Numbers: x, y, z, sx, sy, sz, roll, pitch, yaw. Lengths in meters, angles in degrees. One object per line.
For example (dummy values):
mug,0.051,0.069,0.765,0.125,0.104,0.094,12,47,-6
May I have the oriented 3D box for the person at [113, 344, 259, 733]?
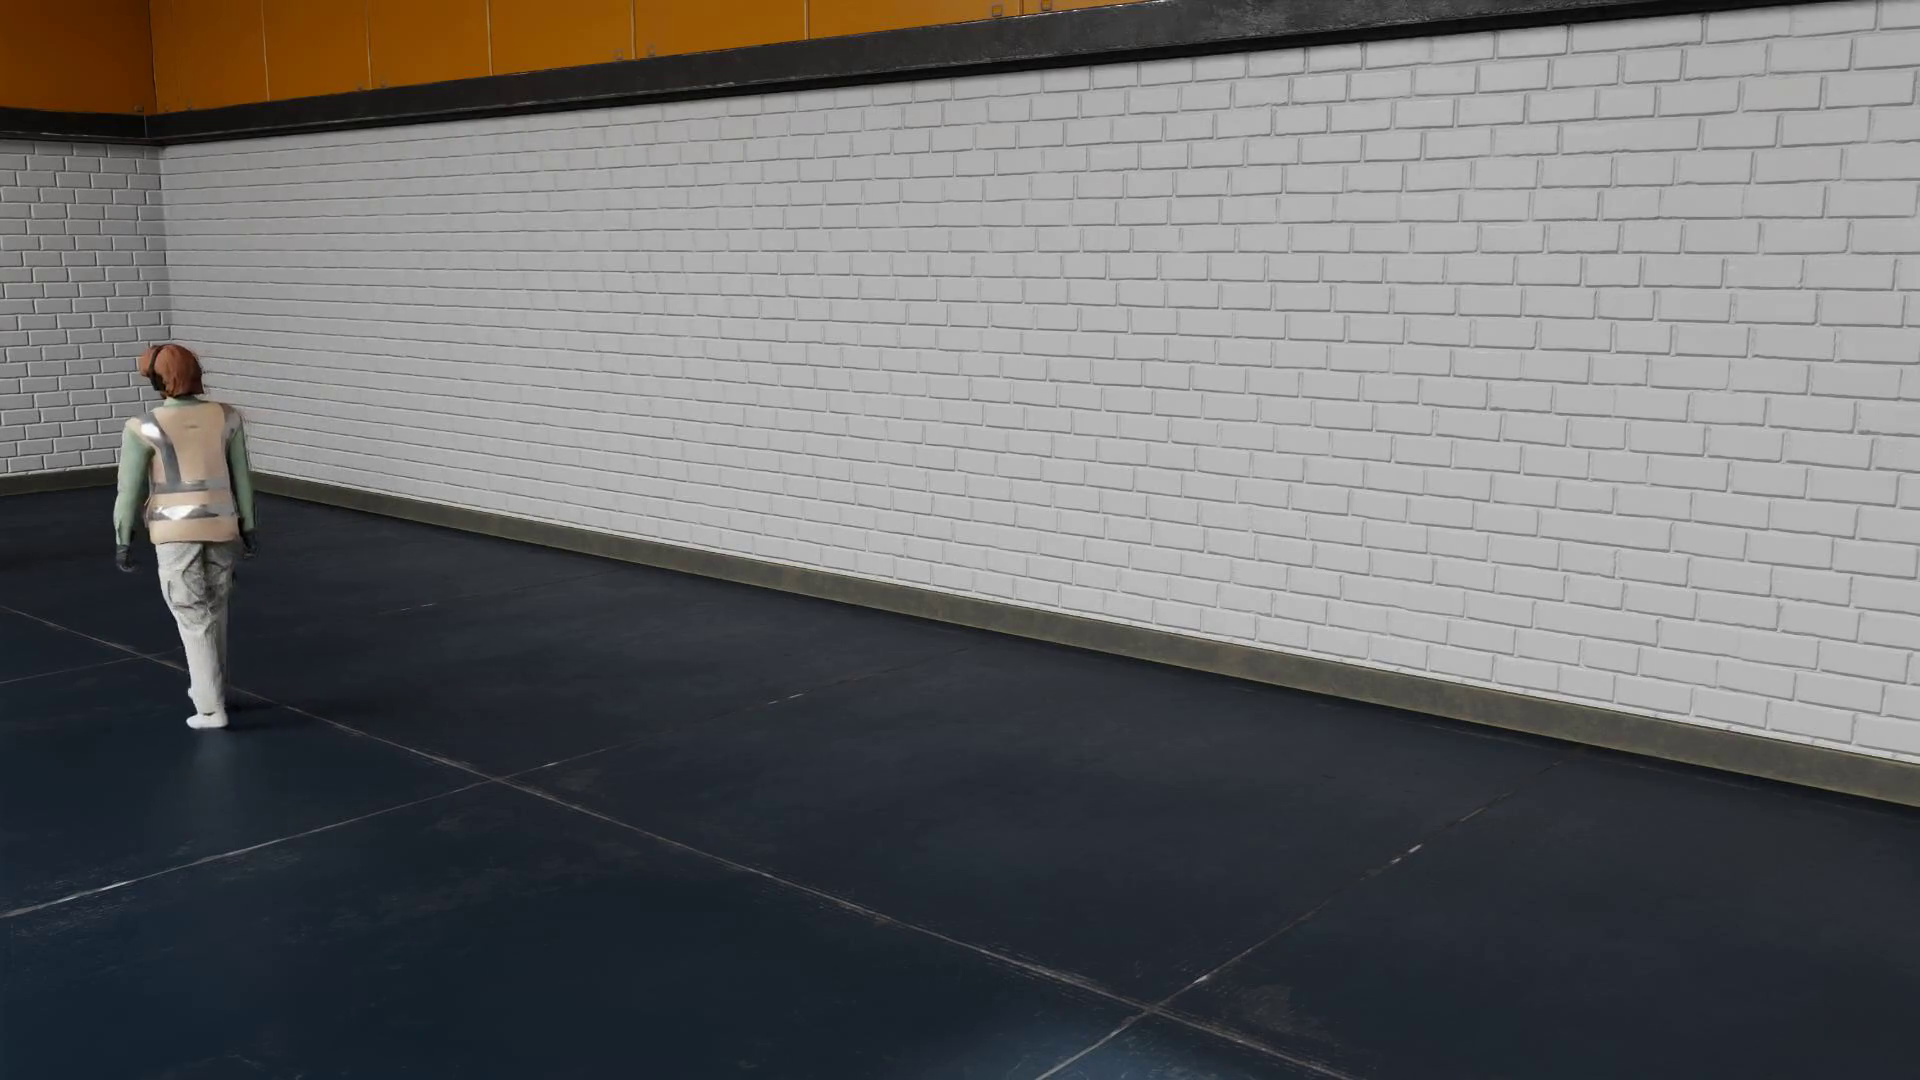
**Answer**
person,-3.291,-0.011,7.005,0.574,1.621,0.541,7,12,36
